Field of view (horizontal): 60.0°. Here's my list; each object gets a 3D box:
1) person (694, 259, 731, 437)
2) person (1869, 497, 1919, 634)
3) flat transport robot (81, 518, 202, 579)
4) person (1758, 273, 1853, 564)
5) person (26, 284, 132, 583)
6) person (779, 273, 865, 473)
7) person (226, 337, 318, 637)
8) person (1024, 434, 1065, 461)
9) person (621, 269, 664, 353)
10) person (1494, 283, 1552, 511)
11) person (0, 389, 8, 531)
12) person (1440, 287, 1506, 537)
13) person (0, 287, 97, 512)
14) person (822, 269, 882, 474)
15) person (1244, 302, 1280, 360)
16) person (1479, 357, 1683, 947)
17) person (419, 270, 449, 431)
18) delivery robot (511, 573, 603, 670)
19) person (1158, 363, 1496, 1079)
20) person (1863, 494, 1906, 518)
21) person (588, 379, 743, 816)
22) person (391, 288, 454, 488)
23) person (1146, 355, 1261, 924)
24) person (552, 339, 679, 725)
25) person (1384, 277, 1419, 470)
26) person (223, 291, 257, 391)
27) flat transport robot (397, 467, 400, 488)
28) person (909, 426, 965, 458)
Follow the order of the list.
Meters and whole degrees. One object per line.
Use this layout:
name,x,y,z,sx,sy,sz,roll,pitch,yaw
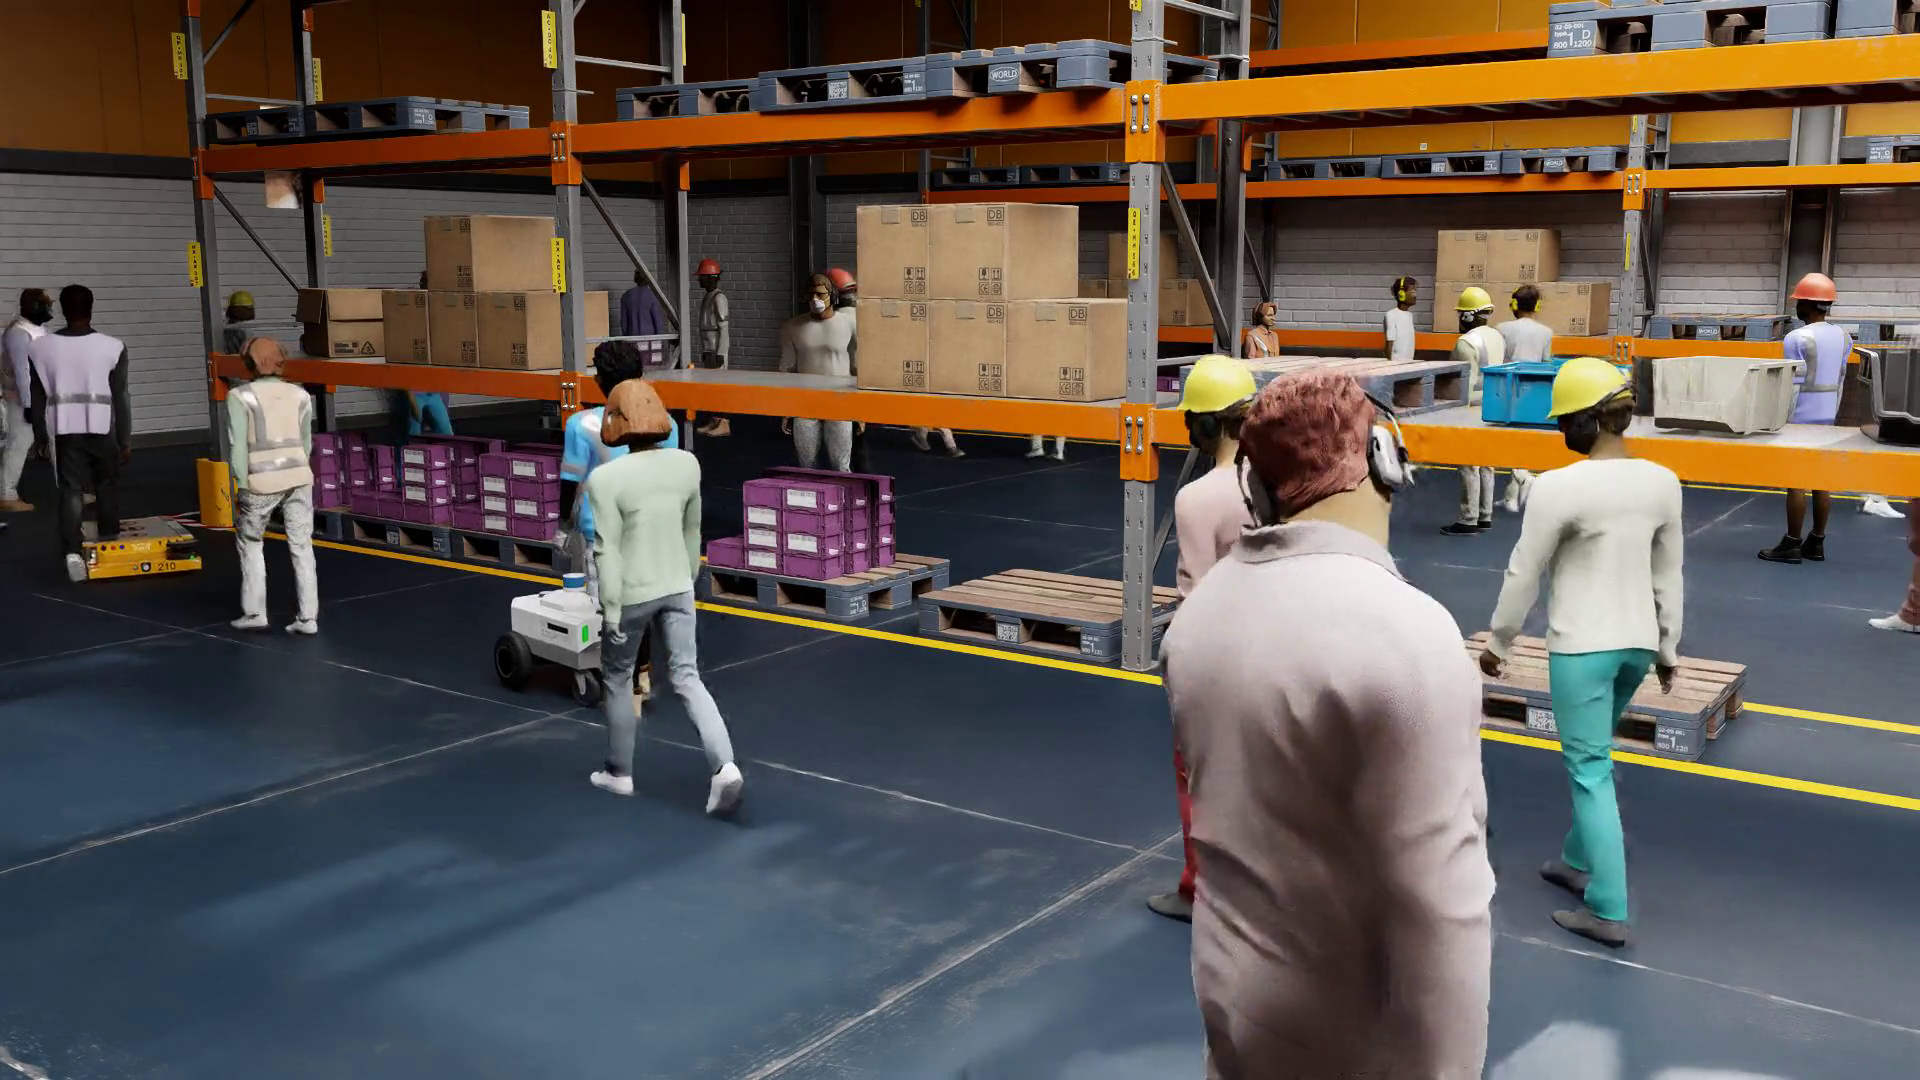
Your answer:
person,-2.861,-2.211,19.199,0.390,2.045,0.607,-4,10,-24
person,5.252,-0.383,8.772,0.658,1.895,0.678,-7,12,-38
flat transport robot,-5.540,0.031,11.114,0.652,0.197,1.431,-6,11,-32
person,5.658,-0.806,11.136,0.545,1.942,0.351,-5,11,-25
person,-5.602,-0.687,10.615,0.600,1.884,0.956,-3,10,-17
person,-0.964,-0.906,11.734,0.635,1.937,0.354,1,10,7
person,-3.739,-0.283,8.978,0.633,1.610,0.530,7,12,34
person,0.879,-1.613,16.891,0.525,1.625,0.507,-7,12,-37
person,-4.311,-2.716,22.596,0.656,1.938,0.538,4,10,22
person,4.459,-1.109,13.236,0.535,1.840,0.667,-2,10,-11
person,-7.509,-0.862,12.520,0.786,1.596,0.533,3,10,16
person,3.761,-0.937,12.239,0.403,1.830,0.599,9,13,42
person,-7.457,-1.134,13.509,0.822,1.801,0.658,-2,10,-13
person,-0.860,-1.020,12.338,0.635,1.962,0.670,-5,11,-29
person,2.838,-1.418,15.679,0.307,1.641,0.514,8,12,38
person,1.870,0.319,5.067,0.523,1.731,0.696,-4,10,-23
person,-6.302,-2.257,19.881,0.410,1.909,0.643,-2,10,-14
delivery robot,-1.800,0.400,7.795,0.477,0.478,0.707,-9,13,-43
person,0.521,0.697,2.398,0.419,1.879,0.738,-2,10,-14
person,7.573,-1.037,12.887,0.962,1.826,0.540,7,12,34
person,-1.105,0.207,6.099,0.496,1.598,0.785,-9,13,-42
person,-4.335,-1.157,13.646,0.827,1.794,0.650,4,10,21
person,0.842,0.332,4.898,0.525,1.748,0.574,-8,13,-41
person,-1.525,-0.043,7.378,0.546,1.679,0.594,-8,13,-41
person,4.264,-1.584,16.005,0.351,1.866,0.575,7,12,36
person,-6.986,-1.573,16.316,0.514,1.725,0.484,9,13,43
flat transport robot,-4.525,-0.494,14.244,1.431,0.197,0.652,1,10,7
person,-0.249,-1.856,17.433,0.623,1.943,1.039,-7,12,-34
